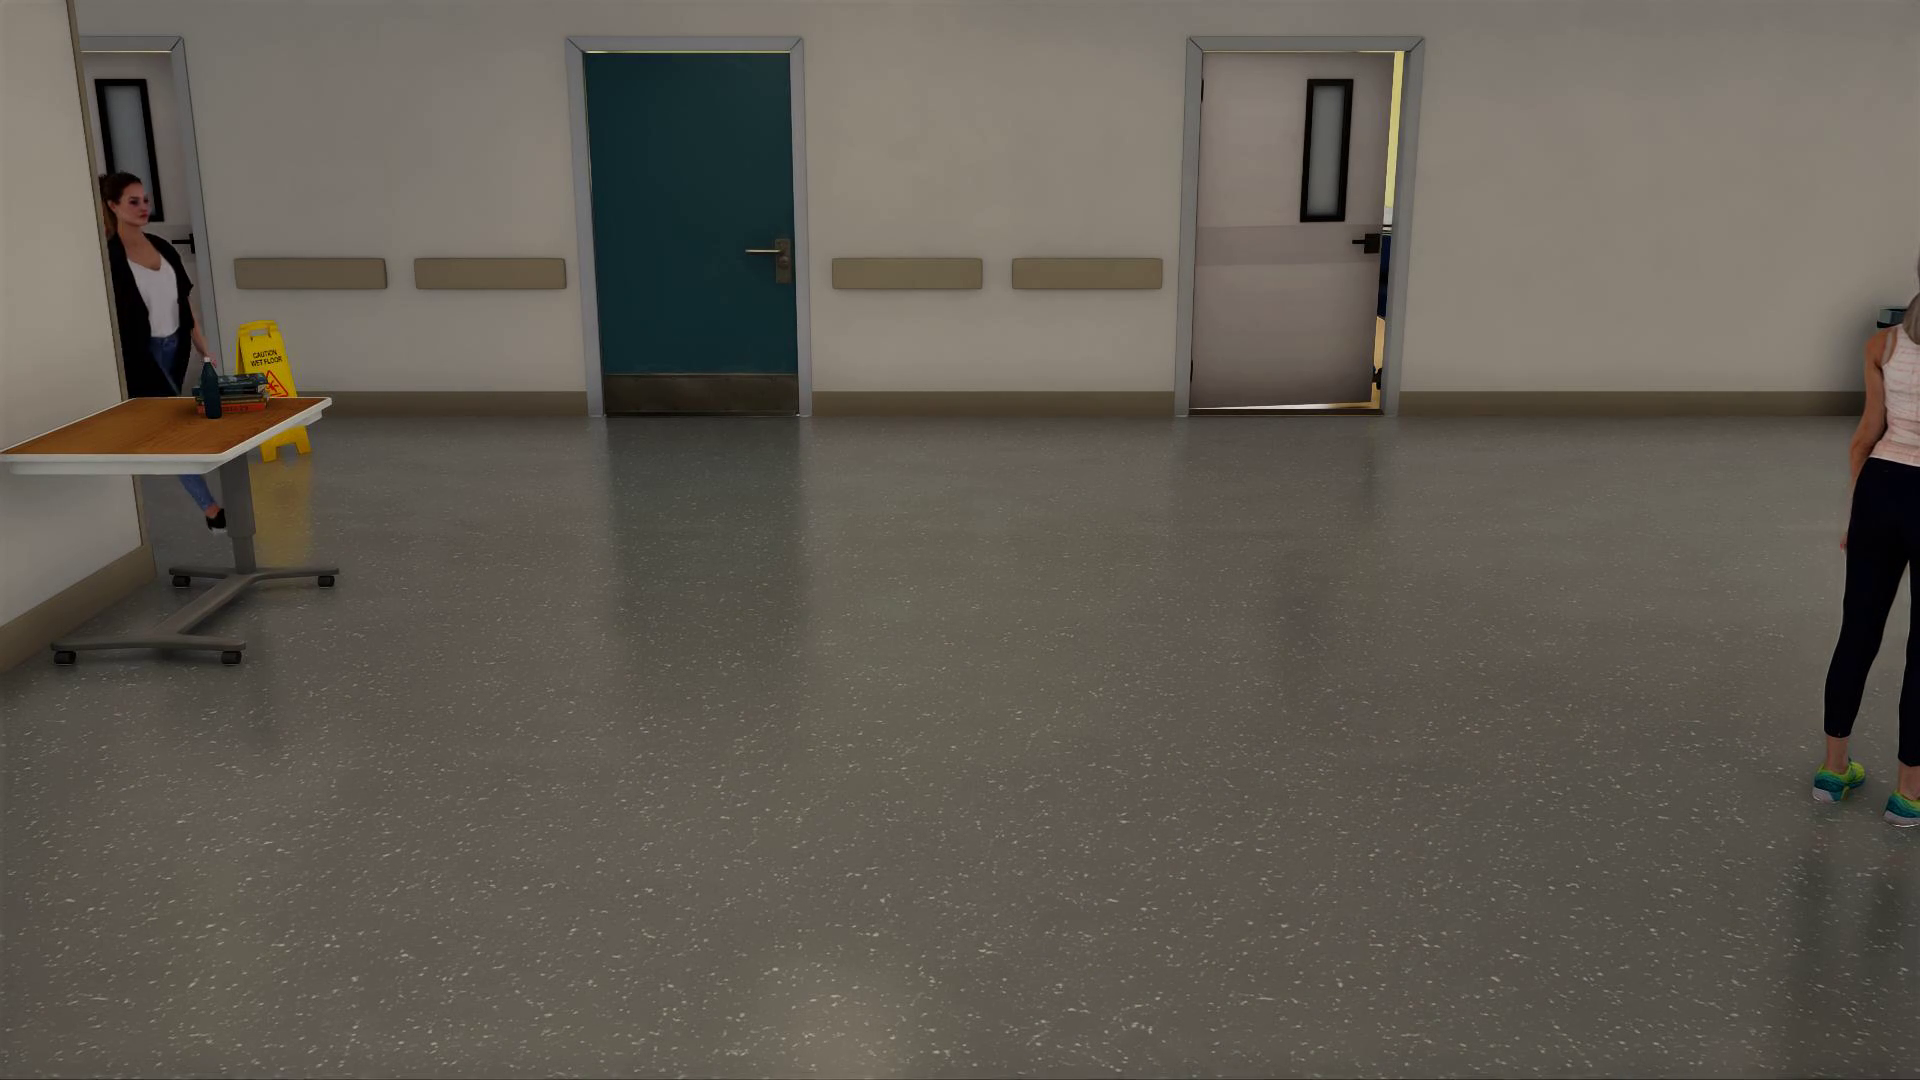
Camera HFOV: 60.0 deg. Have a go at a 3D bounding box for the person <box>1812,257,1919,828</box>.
[{"bbox_3d":[2.722,-0.037,4.745,0.707,1.702,0.684,-11,19,-33],"label":"person"}]

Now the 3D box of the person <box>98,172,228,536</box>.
[{"bbox_3d":[-3.778,-0.799,7.590,1.233,1.625,0.862,5,17,18],"label":"person"}]
